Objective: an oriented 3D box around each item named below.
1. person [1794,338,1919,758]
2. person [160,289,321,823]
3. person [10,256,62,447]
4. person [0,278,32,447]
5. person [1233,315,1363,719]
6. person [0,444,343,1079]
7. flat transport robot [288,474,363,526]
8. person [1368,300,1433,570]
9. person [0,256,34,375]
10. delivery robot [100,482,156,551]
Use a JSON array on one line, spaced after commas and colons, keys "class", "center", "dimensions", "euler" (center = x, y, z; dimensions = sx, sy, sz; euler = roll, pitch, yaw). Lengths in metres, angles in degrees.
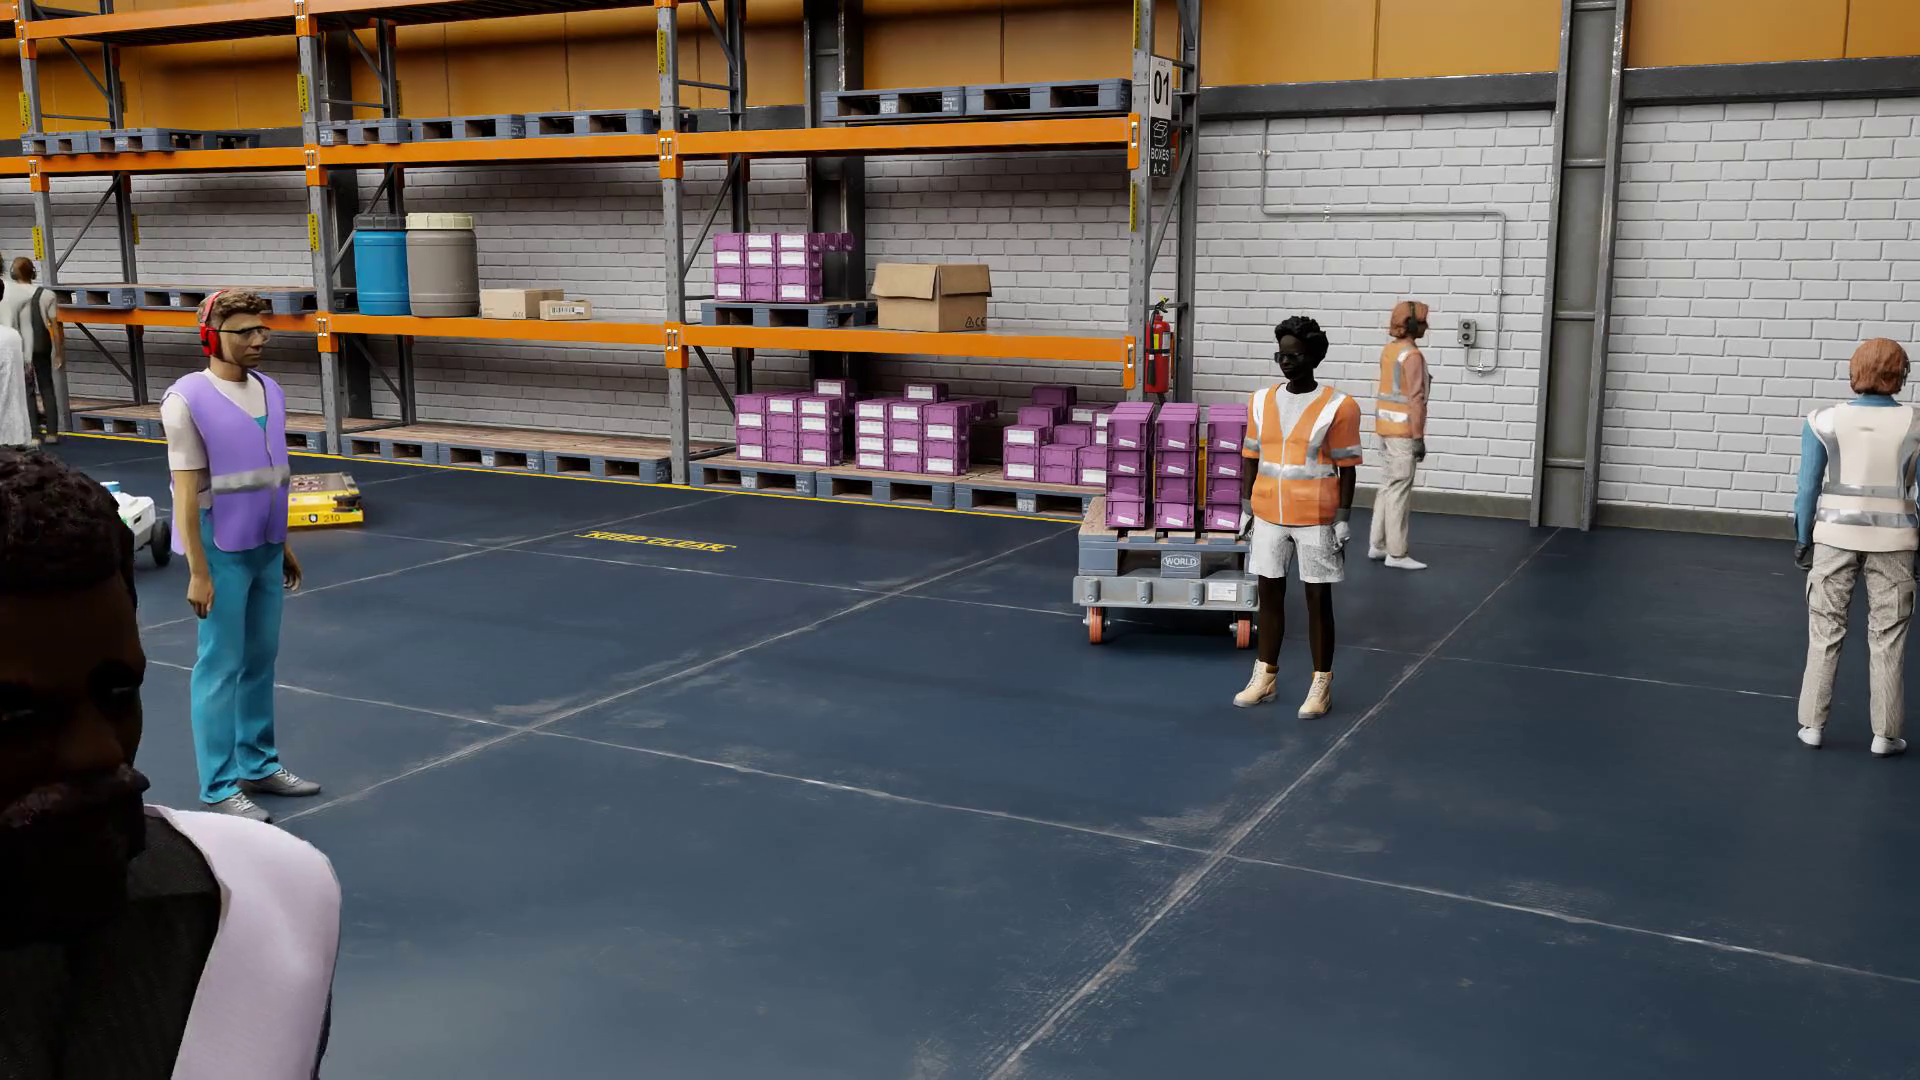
[{"class": "person", "center": [3.528, 0.035, 6.491], "dimensions": [0.513, 1.637, 0.309], "euler": [7, 12, 33]}, {"class": "person", "center": [-2.531, 0.054, 5.809], "dimensions": [0.381, 1.844, 0.566], "euler": [2, 11, 11]}, {"class": "person", "center": [-8.999, -1.816, 16.094], "dimensions": [0.525, 1.844, 0.391], "euler": [-10, 14, -43]}, {"class": "person", "center": [-5.047, -0.486, 8.705], "dimensions": [0.319, 1.871, 0.532], "euler": [-2, 11, -12]}, {"class": "person", "center": [1.418, -0.095, 7.037], "dimensions": [0.541, 1.695, 0.315], "euler": [8, 13, 37]}, {"class": "person", "center": [-0.729, 0.857, 1.277], "dimensions": [0.743, 1.898, 0.597], "euler": [5, 12, 28]}, {"class": "flat transport robot", "center": [-4.750, -0.309, 12.123], "dimensions": [0.652, 0.197, 1.431], "euler": [-4, 11, -23]}, {"class": "person", "center": [2.697, -0.640, 10.182], "dimensions": [0.313, 1.642, 0.518], "euler": [-1, 10, -6]}, {"class": "person", "center": [-8.613, -1.653, 14.938], "dimensions": [0.606, 1.926, 0.639], "euler": [7, 13, 35]}, {"class": "delivery robot", "center": [-5.079, -0.106, 9.971], "dimensions": [0.477, 0.478, 0.707], "euler": [-2, 11, -13]}]
